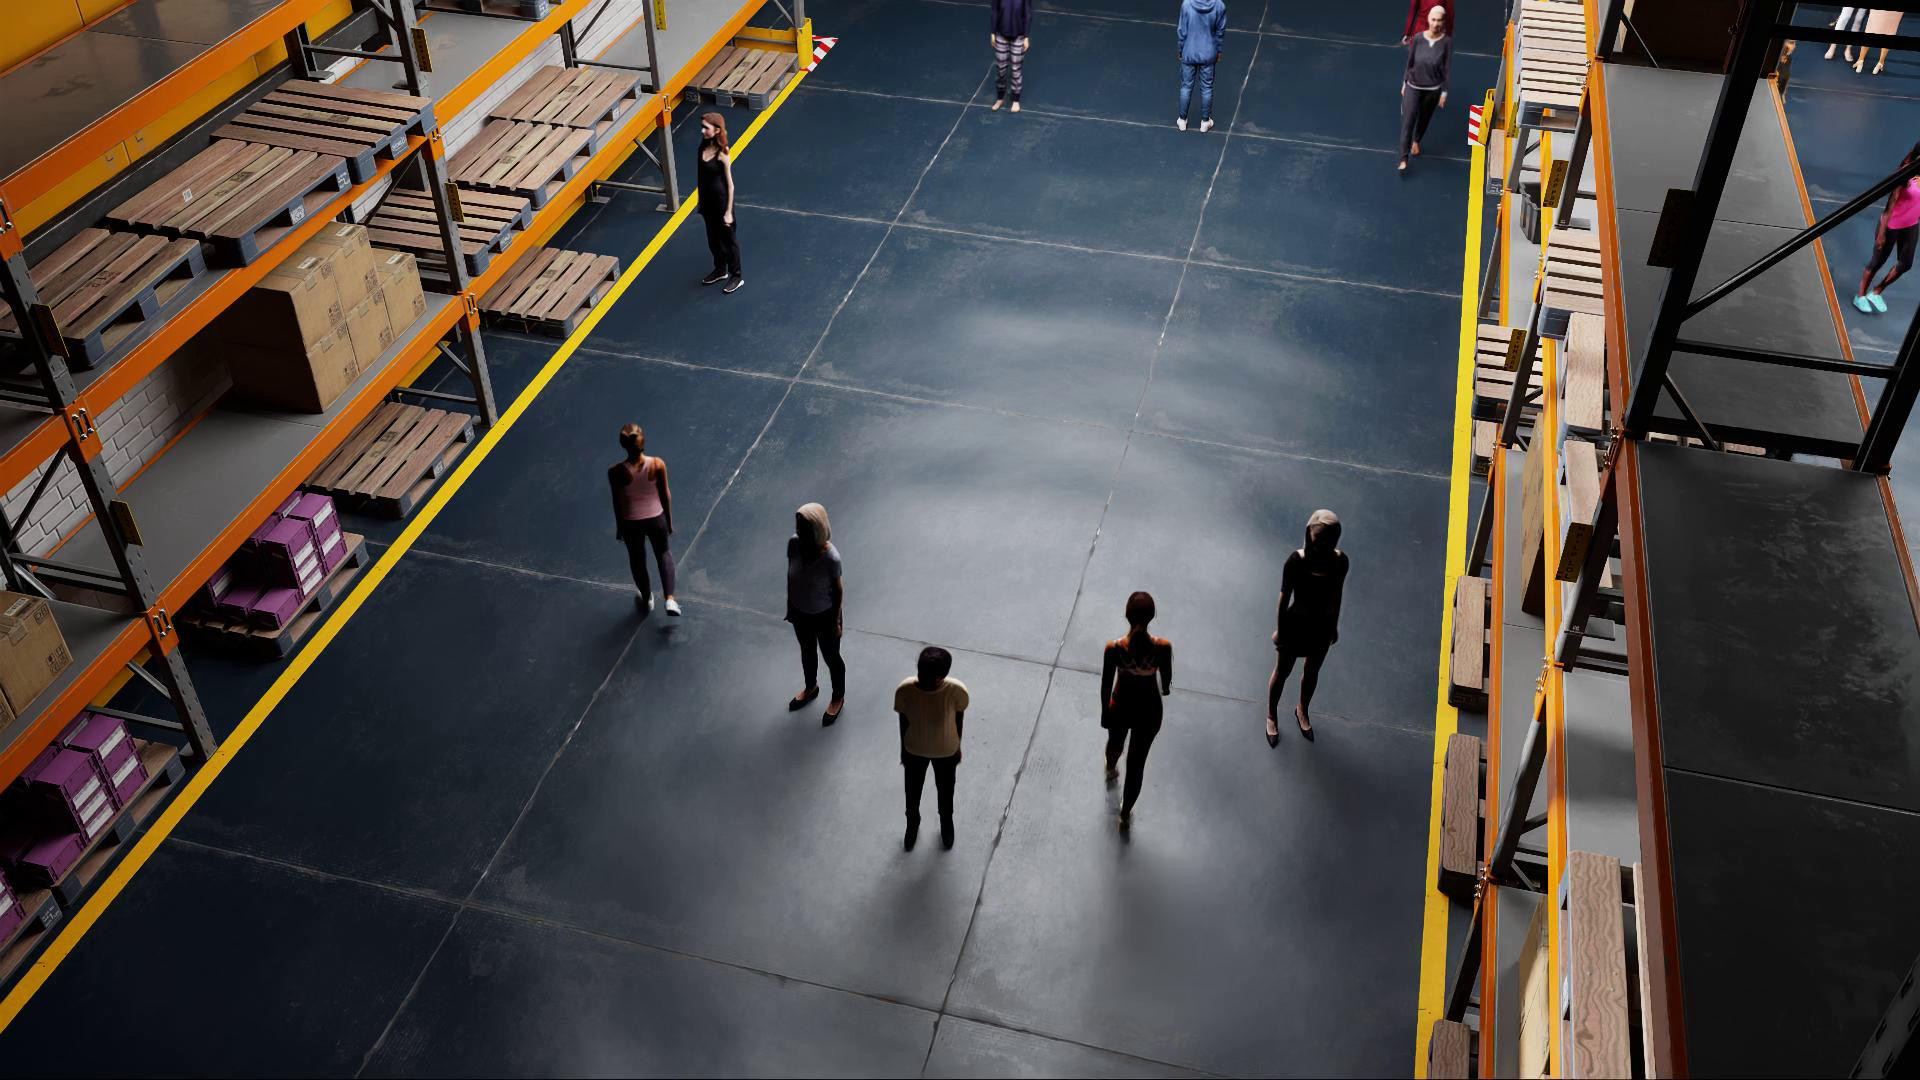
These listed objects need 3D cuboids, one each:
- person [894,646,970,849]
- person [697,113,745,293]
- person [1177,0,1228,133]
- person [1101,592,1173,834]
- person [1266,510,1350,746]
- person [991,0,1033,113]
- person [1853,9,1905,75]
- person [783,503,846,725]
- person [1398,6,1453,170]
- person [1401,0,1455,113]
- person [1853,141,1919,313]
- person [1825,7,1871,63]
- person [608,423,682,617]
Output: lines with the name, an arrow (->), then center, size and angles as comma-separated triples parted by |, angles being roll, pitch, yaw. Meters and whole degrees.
person -> -0.175, 1.237, 10.038 | 0.632, 1.590, 0.549 | 2, 39, 2
person -> -2.226, -3.141, 15.394 | 0.656, 1.747, 0.647 | 27, 46, 29
person -> 2.608, -5.332, 18.084 | 0.678, 1.814, 0.588 | 7, 39, 9
person -> 1.064, 1.093, 10.075 | 0.667, 1.769, 0.951 | 4, 39, 5
person -> 2.227, 0.562, 10.691 | 0.650, 1.830, 0.627 | -5, 39, -6
person -> 0.576, -5.657, 18.555 | 0.606, 1.734, 0.523 | 8, 39, 10
person -> 10.832, -6.328, 19.317 | 0.626, 1.831, 0.580 | 18, 42, 21
person -> -0.942, 0.457, 10.908 | 0.647, 1.723, 0.610 | 22, 44, 25
person -> 4.893, -4.797, 17.519 | 0.646, 1.682, 1.065 | 10, 40, 12
person -> 5.168, -5.566, 18.501 | 0.890, 1.659, 1.150 | 24, 44, 27
person -> 8.459, -2.876, 15.091 | 0.675, 1.711, 0.716 | -4, 39, -5
person -> 10.703, -6.535, 19.685 | 0.557, 1.695, 0.538 | 13, 40, 16
person -> -2.201, -0.083, 11.662 | 0.811, 1.626, 0.916 | -13, 40, -15
